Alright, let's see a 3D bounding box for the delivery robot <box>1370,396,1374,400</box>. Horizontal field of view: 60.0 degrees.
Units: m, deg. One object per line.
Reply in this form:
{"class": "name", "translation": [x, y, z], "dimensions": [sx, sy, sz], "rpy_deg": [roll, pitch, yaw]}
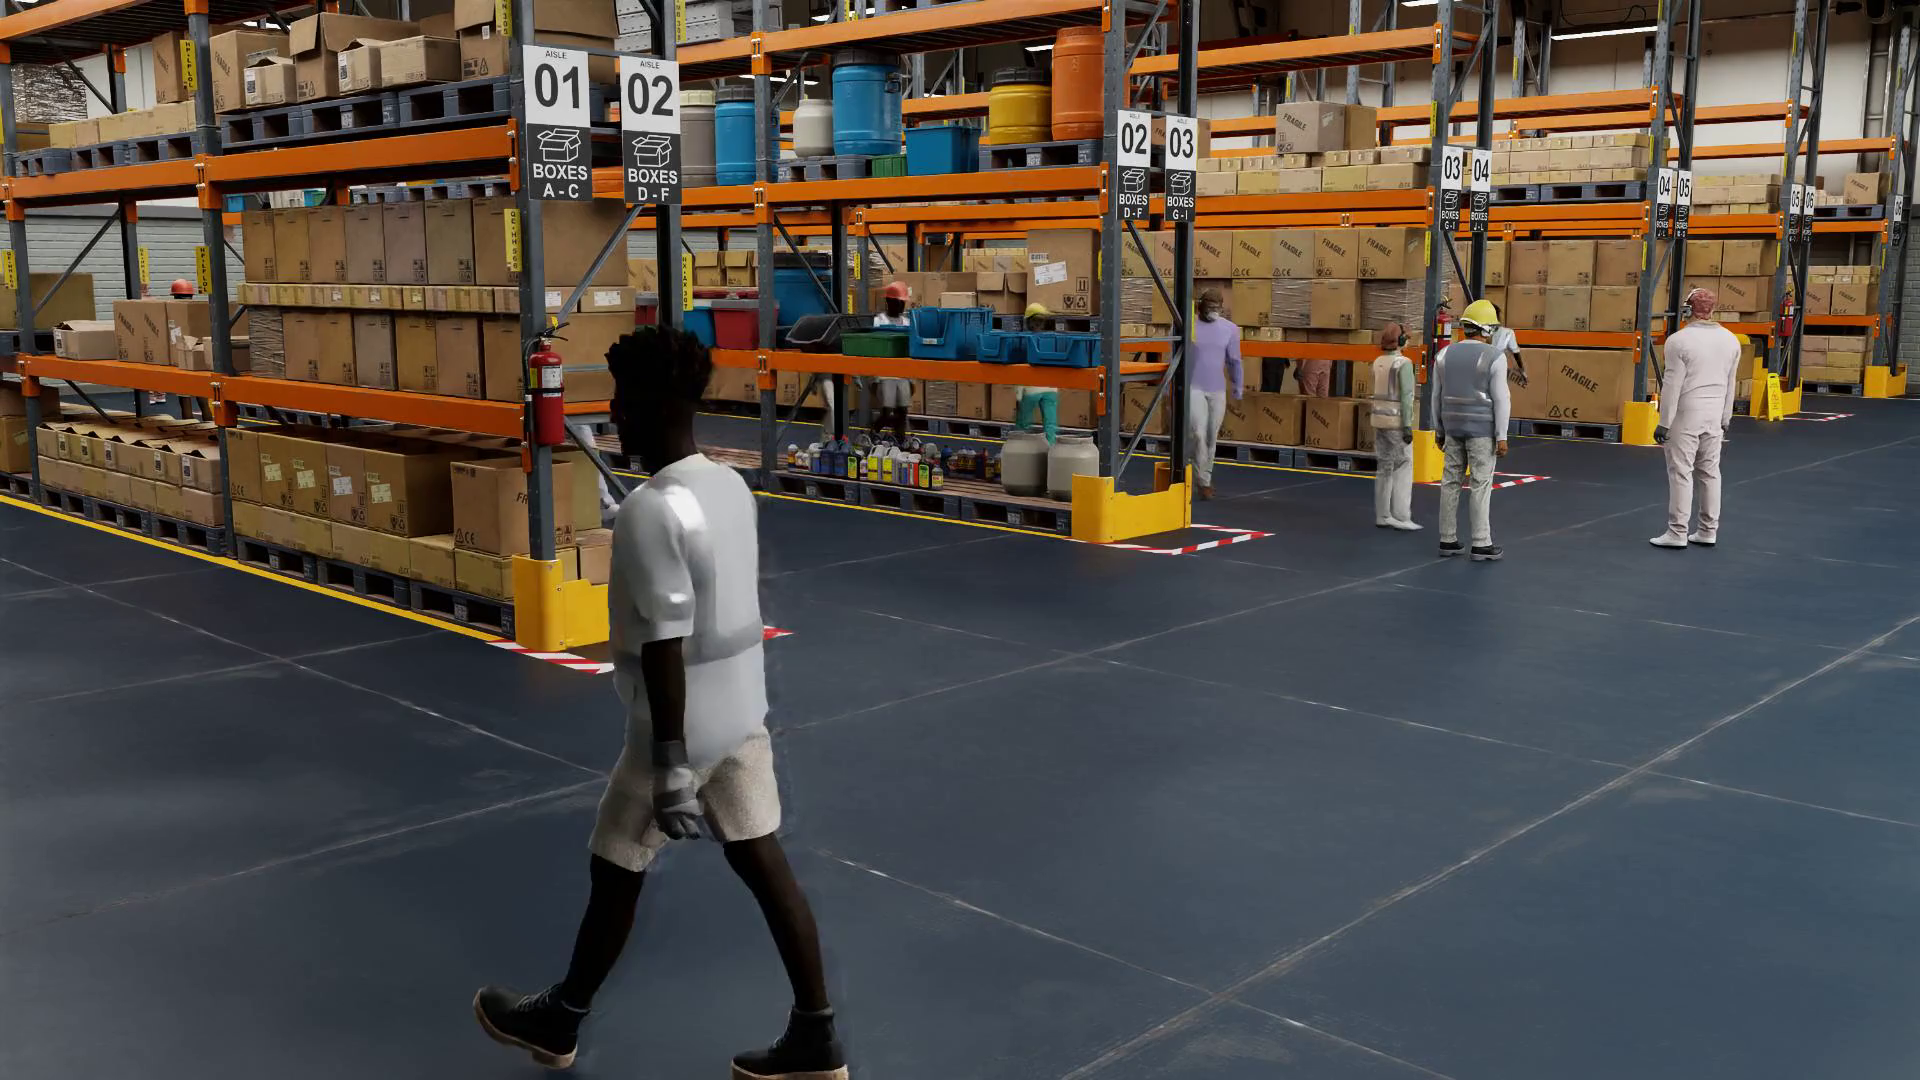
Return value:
{"class": "delivery robot", "translation": [4.899, -1.458, 19.709], "dimensions": [0.477, 0.478, 0.707], "rpy_deg": [3, 10, 20]}

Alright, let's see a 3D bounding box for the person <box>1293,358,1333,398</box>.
{"class": "person", "translation": [4.095, -2.051, 19.370], "dimensions": [0.652, 1.906, 0.403], "rpy_deg": [-8, 12, -41]}

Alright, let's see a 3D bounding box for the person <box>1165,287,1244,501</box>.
{"class": "person", "translation": [2.204, -1.297, 14.822], "dimensions": [0.683, 1.877, 0.852], "rpy_deg": [-2, 9, -10]}

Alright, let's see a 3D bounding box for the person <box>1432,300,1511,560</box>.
{"class": "person", "translation": [3.650, -0.786, 11.833], "dimensions": [0.404, 1.830, 0.600], "rpy_deg": [-7, 12, -38]}

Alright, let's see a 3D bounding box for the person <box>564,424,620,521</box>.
{"class": "person", "translation": [-3.146, -1.050, 13.518], "dimensions": [0.998, 1.812, 0.535], "rpy_deg": [4, 10, 22]}

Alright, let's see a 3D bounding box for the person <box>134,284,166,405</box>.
{"class": "person", "translation": [-12.339, -2.996, 25.176], "dimensions": [0.401, 1.904, 0.640], "rpy_deg": [2, 9, 11]}

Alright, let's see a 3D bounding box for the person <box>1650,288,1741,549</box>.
{"class": "person", "translation": [5.386, -0.891, 12.257], "dimensions": [0.652, 1.906, 0.403], "rpy_deg": [-3, 10, -19]}

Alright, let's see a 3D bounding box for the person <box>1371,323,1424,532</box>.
{"class": "person", "translation": [3.417, -0.890, 13.098], "dimensions": [0.365, 1.629, 0.547], "rpy_deg": [-3, 10, -17]}

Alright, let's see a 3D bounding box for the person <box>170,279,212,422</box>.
{"class": "person", "translation": [-8.608, -1.933, 18.544], "dimensions": [0.356, 1.936, 0.551], "rpy_deg": [5, 11, 29]}

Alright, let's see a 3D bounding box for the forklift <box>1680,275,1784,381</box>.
{"class": "forklift", "translation": [12.480, -3.427, 27.053], "dimensions": [1.214, 2.155, 2.313], "rpy_deg": [9, 13, 43]}

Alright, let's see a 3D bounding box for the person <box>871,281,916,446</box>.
{"class": "person", "translation": [-0.699, -1.673, 16.982], "dimensions": [0.571, 1.925, 0.557], "rpy_deg": [-8, 12, -39]}

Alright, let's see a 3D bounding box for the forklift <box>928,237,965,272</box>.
{"class": "forklift", "translation": [-0.326, -5.817, 39.609], "dimensions": [1.129, 2.768, 1.873], "rpy_deg": [9, 13, 43]}

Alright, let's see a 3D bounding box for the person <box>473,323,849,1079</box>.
{"class": "person", "translation": [-0.735, 0.432, 4.126], "dimensions": [1.023, 1.904, 0.627], "rpy_deg": [3, 10, 17]}

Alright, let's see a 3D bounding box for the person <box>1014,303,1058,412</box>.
{"class": "person", "translation": [0.707, -1.399, 15.955], "dimensions": [0.518, 1.715, 0.929], "rpy_deg": [-4, 10, -21]}

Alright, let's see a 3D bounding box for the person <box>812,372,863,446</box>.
{"class": "person", "translation": [-1.373, -1.738, 18.409], "dimensions": [0.514, 1.585, 0.851], "rpy_deg": [-6, 11, -33]}

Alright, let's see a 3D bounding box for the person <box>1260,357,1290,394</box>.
{"class": "person", "translation": [4.015, -2.363, 21.243], "dimensions": [0.392, 1.920, 0.592], "rpy_deg": [7, 12, 38]}

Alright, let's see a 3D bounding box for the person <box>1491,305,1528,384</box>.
{"class": "person", "translation": [6.223, -1.915, 19.350], "dimensions": [0.654, 1.632, 0.846], "rpy_deg": [-1, 9, -4]}
